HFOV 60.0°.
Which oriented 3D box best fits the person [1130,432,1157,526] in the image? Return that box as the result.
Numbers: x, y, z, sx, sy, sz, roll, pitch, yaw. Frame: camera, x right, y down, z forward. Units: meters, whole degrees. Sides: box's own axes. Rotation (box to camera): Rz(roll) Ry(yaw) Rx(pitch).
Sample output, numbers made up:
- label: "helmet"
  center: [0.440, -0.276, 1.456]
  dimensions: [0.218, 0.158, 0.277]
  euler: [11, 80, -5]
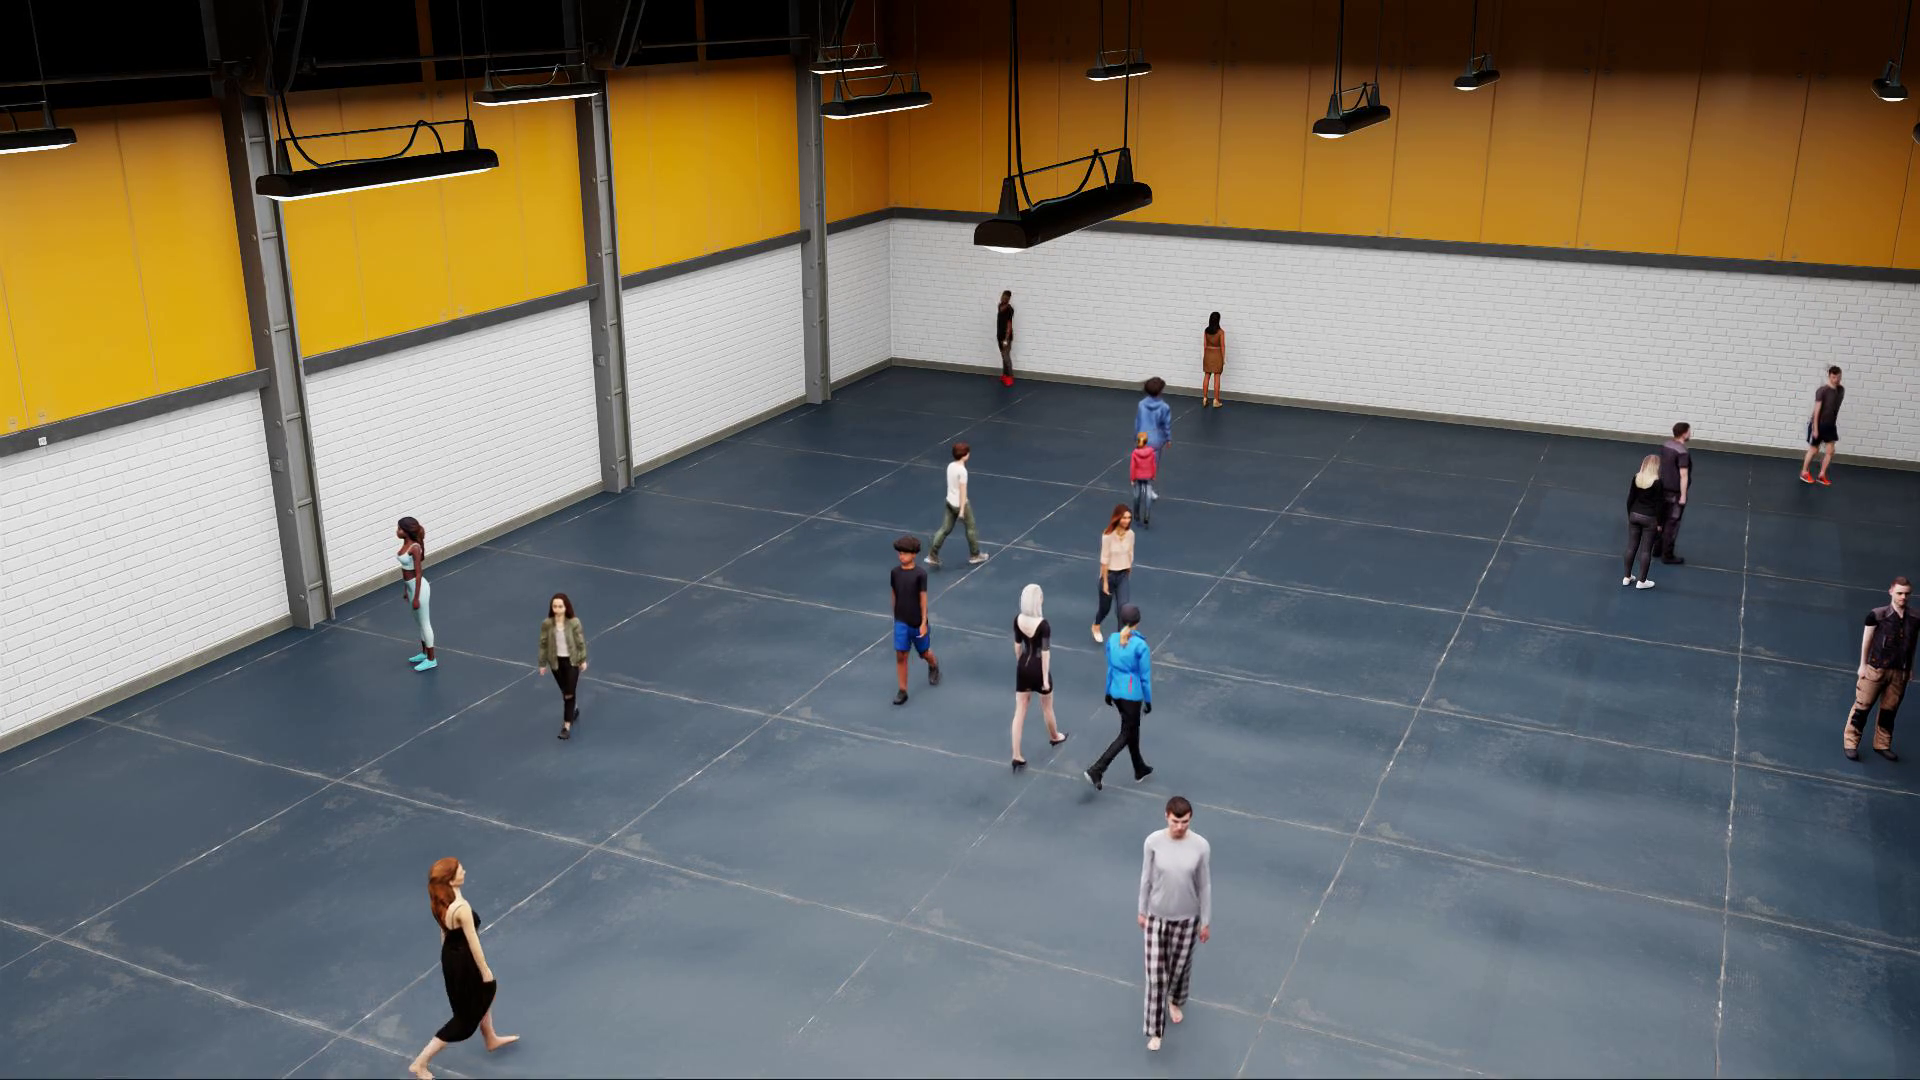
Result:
- label: "person"
  center: [2.544, -0.837, 22.900]
  dimensions: [0.683, 1.302, 0.869]
  euler: [1, 19, 3]

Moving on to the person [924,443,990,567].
- label: "person"
  center: [-0.109, -0.415, 21.152]
  dimensions: [1.204, 1.618, 0.969]
  euler: [-12, 22, -33]

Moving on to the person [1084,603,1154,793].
- label: "person"
  center: [1.476, 1.493, 15.252]
  dimensions: [1.208, 1.767, 0.934]
  euler: [-14, 23, -35]

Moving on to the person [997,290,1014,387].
- label: "person"
  center: [0.841, -3.785, 30.901]
  dimensions: [0.859, 1.782, 0.802]
  euler: [-2, 19, -7]

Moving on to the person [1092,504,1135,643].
- label: "person"
  center: [1.666, 0.439, 18.417]
  dimensions: [1.073, 1.745, 1.181]
  euler: [-5, 19, -14]

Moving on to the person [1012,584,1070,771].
- label: "person"
  center: [0.638, 1.320, 15.727]
  dimensions: [0.696, 1.791, 1.094]
  euler: [12, 22, 32]

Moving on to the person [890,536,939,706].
- label: "person"
  center: [-0.466, 0.797, 17.302]
  dimensions: [0.602, 1.779, 1.047]
  euler: [9, 20, 24]

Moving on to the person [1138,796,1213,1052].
- label: "person"
  center: [1.519, 2.620, 11.816]
  dimensions: [0.865, 1.824, 1.094]
  euler: [2, 19, 7]

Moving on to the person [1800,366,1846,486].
- label: "person"
  center: [12.784, -1.712, 24.688]
  dimensions: [0.879, 1.819, 0.954]
  euler: [-6, 20, -17]

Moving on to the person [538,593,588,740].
- label: "person"
  center: [-3.931, 1.215, 16.595]
  dimensions: [0.827, 1.437, 1.065]
  euler: [1, 19, 4]

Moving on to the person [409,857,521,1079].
- label: "person"
  center: [-3.452, 2.926, 11.268]
  dimensions: [1.108, 1.595, 0.893]
  euler: [-13, 23, -34]

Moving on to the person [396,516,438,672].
- label: "person"
  center: [-5.909, 0.562, 18.083]
  dimensions: [0.686, 1.724, 0.654]
  euler: [-11, 22, -30]

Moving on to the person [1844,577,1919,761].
- label: "person"
  center: [8.881, 1.214, 15.962]
  dimensions: [0.760, 1.842, 0.728]
  euler: [1, 19, 3]

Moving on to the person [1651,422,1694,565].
- label: "person"
  center: [9.173, -0.628, 21.425]
  dimensions: [0.855, 1.847, 0.724]
  euler: [-1, 19, -4]

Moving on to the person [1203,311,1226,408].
- label: "person"
  center: [4.460, -3.186, 29.266]
  dimensions: [0.597, 1.690, 0.566]
  euler: [13, 23, 35]

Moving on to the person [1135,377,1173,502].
- label: "person"
  center: [2.722, -1.425, 23.873]
  dimensions: [0.700, 1.795, 0.706]
  euler: [10, 21, 27]

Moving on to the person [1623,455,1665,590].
- label: "person"
  center: [8.432, -0.238, 20.519]
  dimensions: [0.693, 1.686, 0.696]
  euler: [-13, 23, -34]
